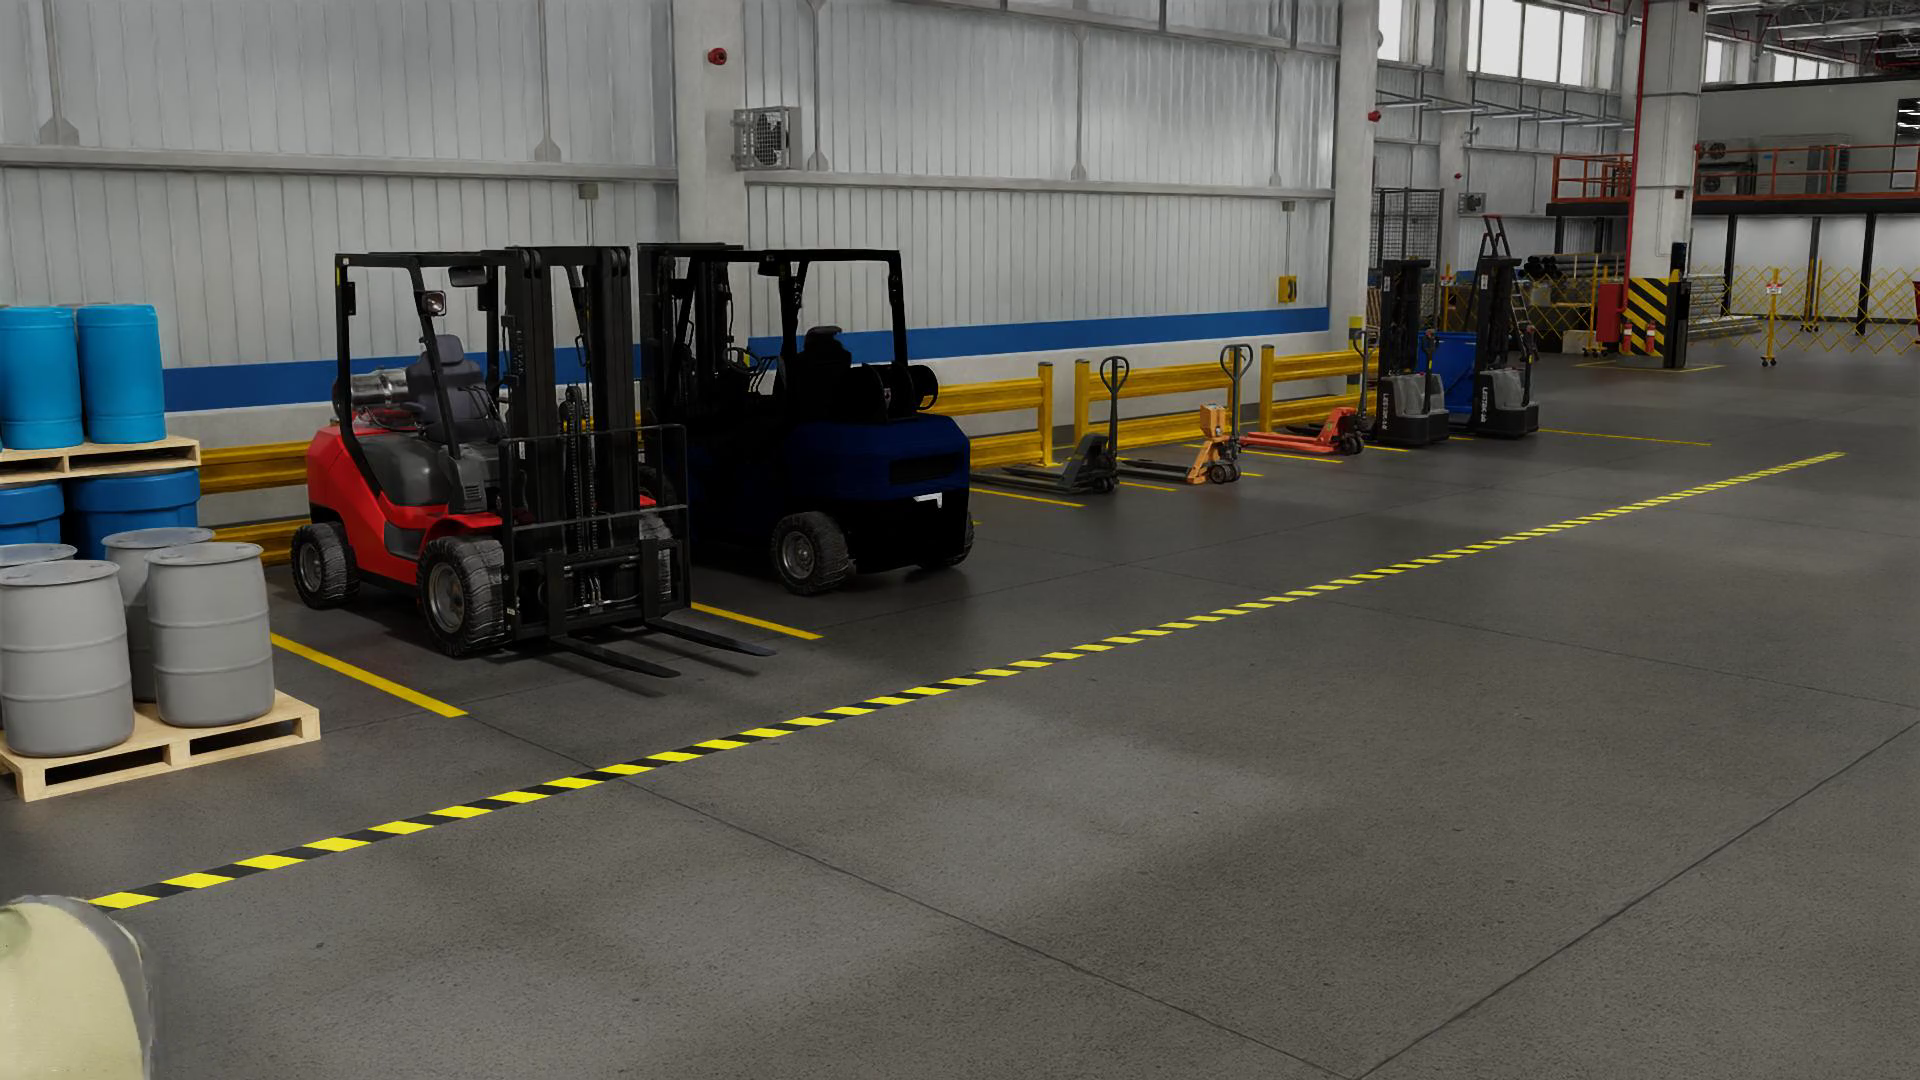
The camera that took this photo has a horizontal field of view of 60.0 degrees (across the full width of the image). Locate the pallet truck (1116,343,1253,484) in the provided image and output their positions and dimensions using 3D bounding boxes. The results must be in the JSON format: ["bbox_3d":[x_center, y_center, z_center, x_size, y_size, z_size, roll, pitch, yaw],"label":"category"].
[{"bbox_3d":[1.962,-1.215,15.415,1.522,1.261,0.704,10,14,43],"label":"pallet truck"}]

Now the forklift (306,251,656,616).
[{"bbox_3d":[-2.833,-0.669,9.694,1.157,1.987,2.680,-10,14,-44],"label":"forklift"}]

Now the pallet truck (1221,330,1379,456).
[{"bbox_3d":[3.563,-1.581,17.381,0.653,1.274,1.630,-10,14,-44],"label":"pallet truck"}]

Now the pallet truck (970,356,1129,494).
[{"bbox_3d":[0.784,-1.085,14.876,0.680,1.201,1.601,-10,14,-44],"label":"pallet truck"}]

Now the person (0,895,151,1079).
[{"bbox_3d":[-1.062,1.026,1.812,0.416,1.809,0.628,0,10,1],"label":"person"}]

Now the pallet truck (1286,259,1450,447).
[{"bbox_3d":[4.493,-2.078,18.196,0.823,1.965,1.885,-9,14,-40],"label":"pallet truck"}]

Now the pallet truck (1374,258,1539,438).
[{"bbox_3d":[5.704,-2.208,18.901,1.885,1.965,0.823,10,14,43],"label":"pallet truck"}]

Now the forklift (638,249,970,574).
[{"bbox_3d":[-1.173,-0.958,11.239,2.680,1.987,1.157,10,14,43],"label":"forklift"}]
